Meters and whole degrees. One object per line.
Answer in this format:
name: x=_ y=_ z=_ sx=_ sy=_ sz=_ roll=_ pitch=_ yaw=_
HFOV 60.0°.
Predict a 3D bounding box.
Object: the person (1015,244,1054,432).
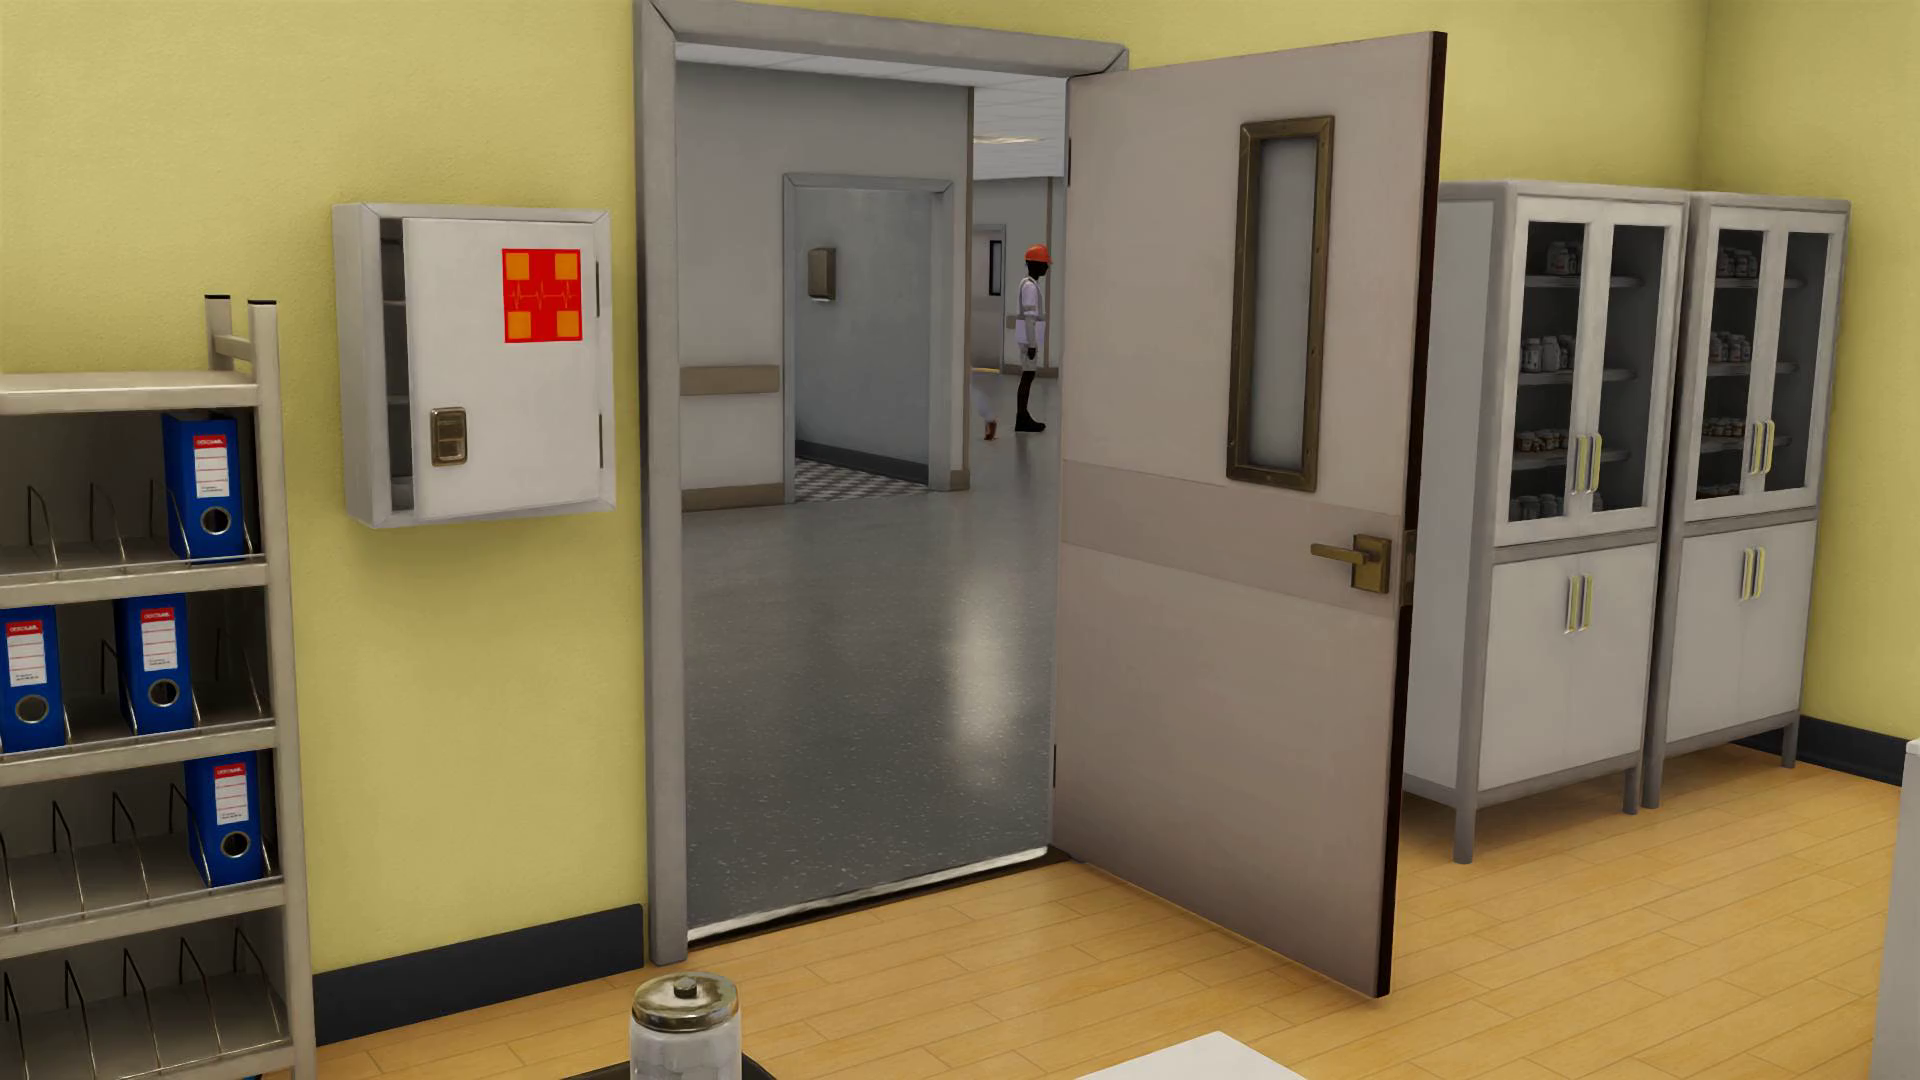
person: x=0.758 y=-2.078 z=17.199 sx=0.384 sy=1.929 sz=0.539 roll=1 pitch=10 yaw=1
